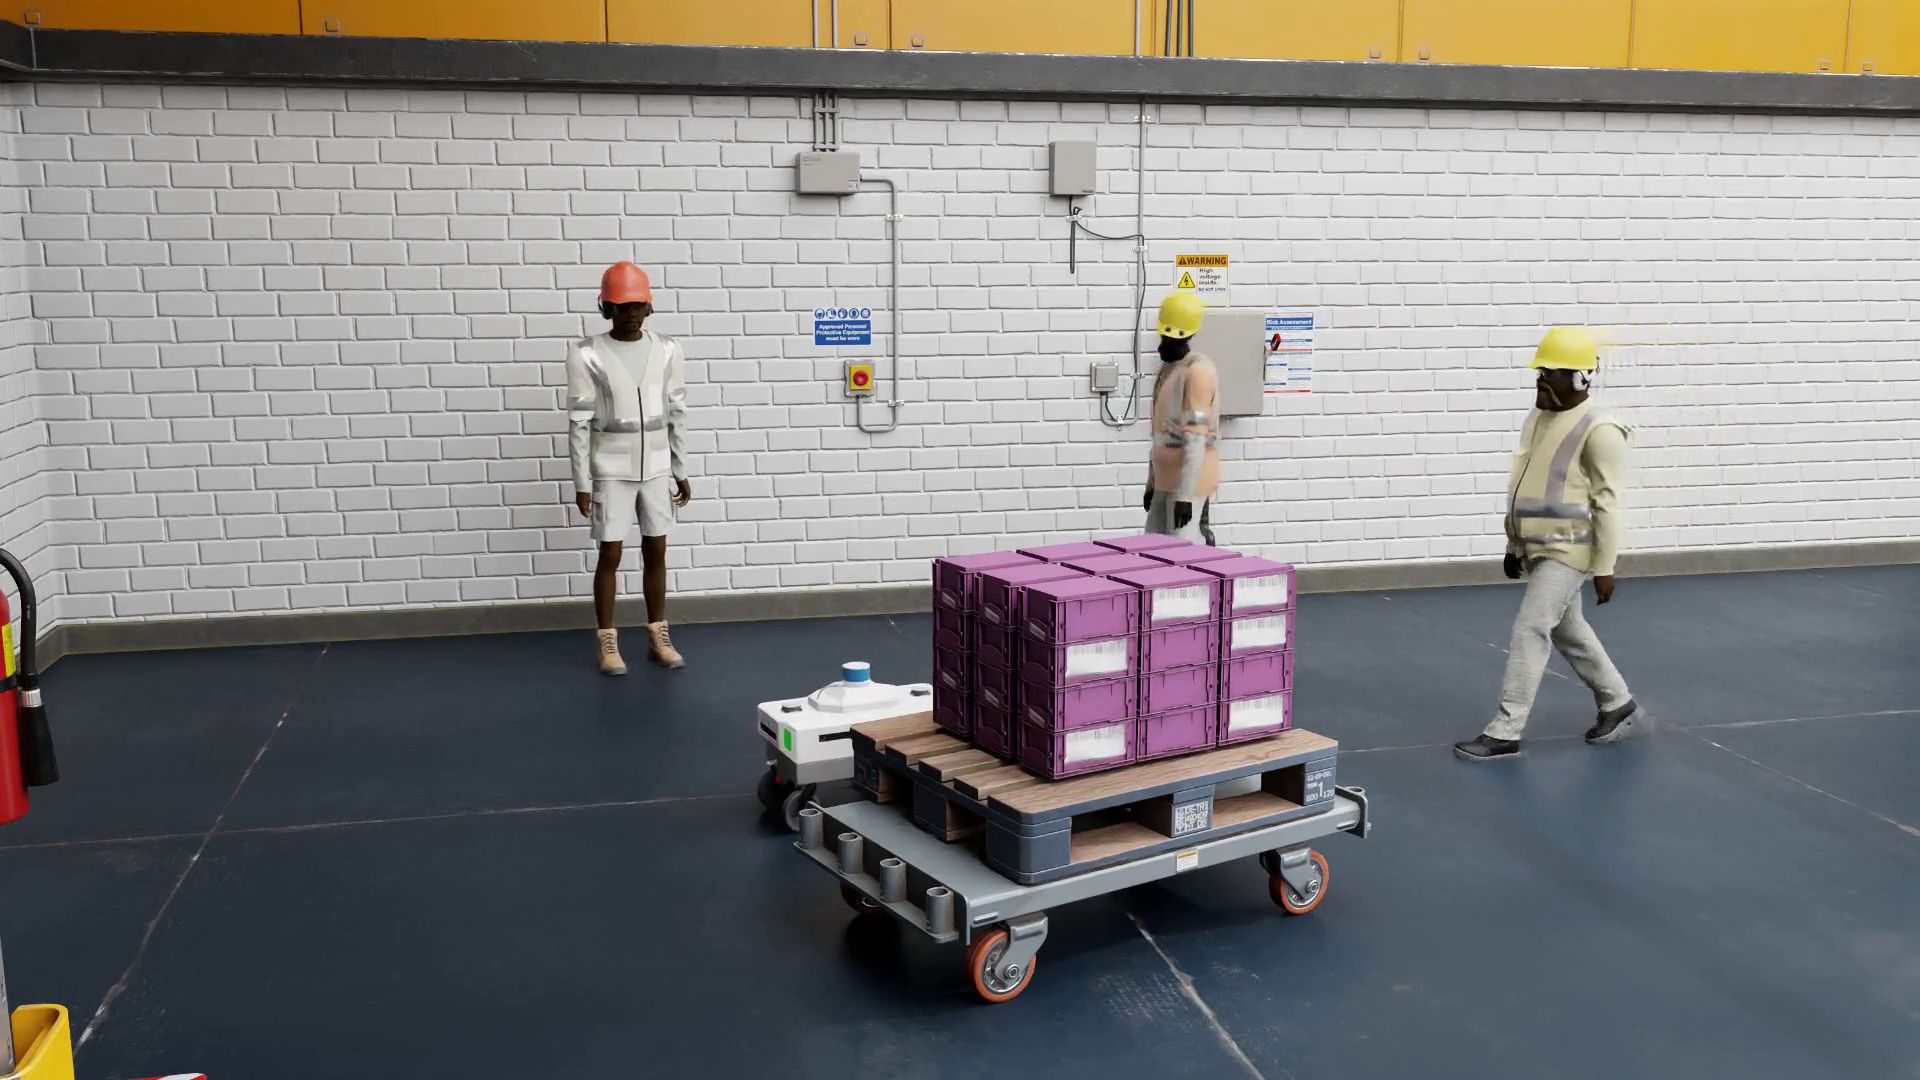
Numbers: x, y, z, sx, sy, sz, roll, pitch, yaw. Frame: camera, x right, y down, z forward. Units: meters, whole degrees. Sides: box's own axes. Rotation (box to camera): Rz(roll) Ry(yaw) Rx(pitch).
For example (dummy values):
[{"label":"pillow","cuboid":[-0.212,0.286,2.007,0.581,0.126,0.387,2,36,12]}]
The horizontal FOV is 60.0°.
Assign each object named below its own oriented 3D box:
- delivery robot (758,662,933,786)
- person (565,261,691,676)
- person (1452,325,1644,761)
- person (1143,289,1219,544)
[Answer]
[{"label":"delivery robot","cuboid":[-0.386,0.700,6.212,0.707,0.478,0.477,-5,11,-25]},{"label":"person","cuboid":[-1.604,-0.338,8.152,0.610,2.031,0.425,-7,12,-33]},{"label":"person","cuboid":[2.508,0.011,6.859,0.896,1.795,0.603,-2,10,-10]},{"label":"person","cuboid":[1.070,-0.280,8.183,0.459,1.899,0.686,-2,10,-9]}]
